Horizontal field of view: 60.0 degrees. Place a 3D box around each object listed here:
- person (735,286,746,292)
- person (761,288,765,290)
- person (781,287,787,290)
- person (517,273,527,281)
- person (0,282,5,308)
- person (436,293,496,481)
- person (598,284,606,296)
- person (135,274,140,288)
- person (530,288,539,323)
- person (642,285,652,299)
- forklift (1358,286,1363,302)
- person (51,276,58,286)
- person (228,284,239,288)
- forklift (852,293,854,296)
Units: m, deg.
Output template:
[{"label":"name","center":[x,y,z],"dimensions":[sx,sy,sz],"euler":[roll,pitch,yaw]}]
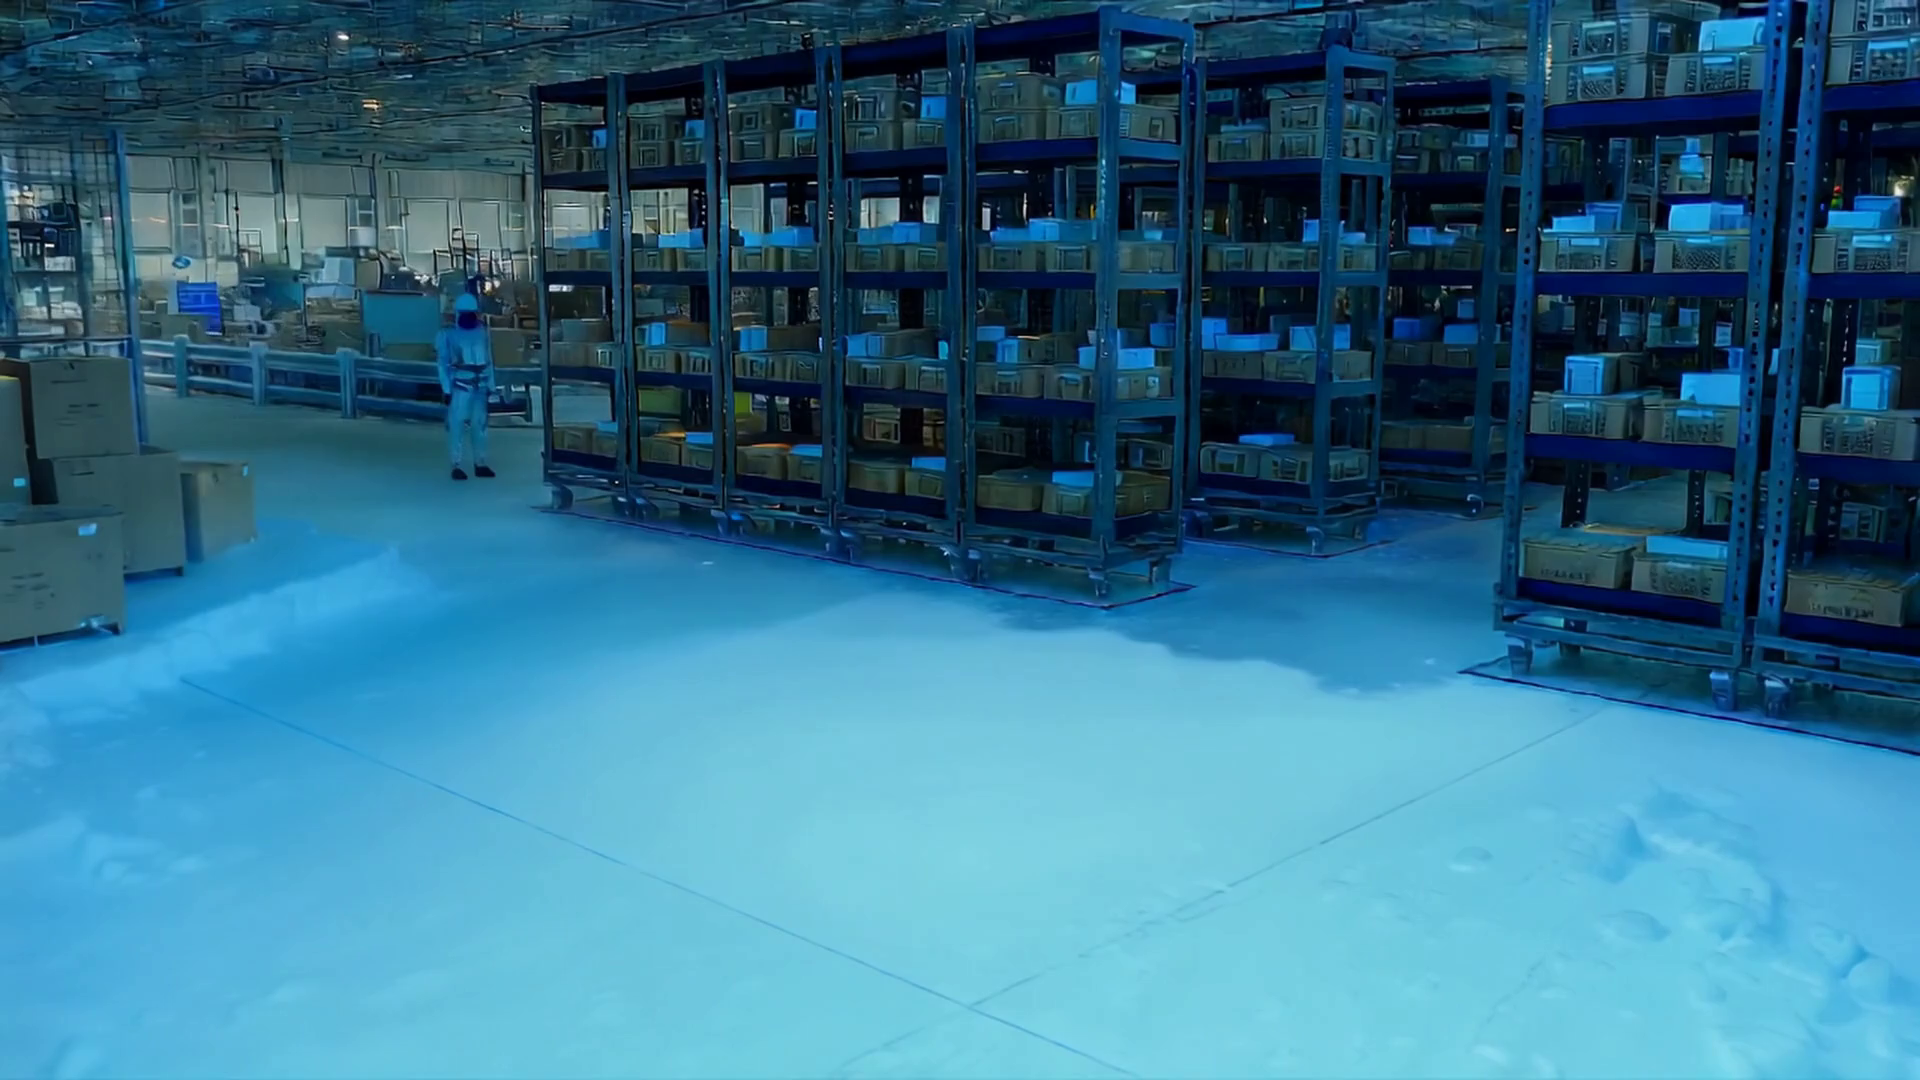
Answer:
[{"label":"person","center":[-9.142,-10.204,69.078],"dimensions":[1.067,2.000,0.692],"euler":[-4,10,-25]},{"label":"person","center":[-7.756,-9.897,67.519],"dimensions":[0.609,1.935,0.800],"euler":[7,11,35]},{"label":"person","center":[-8.271,-11.655,78.557],"dimensions":[0.884,1.855,0.584],"euler":[6,11,32]},{"label":"person","center":[-21.456,-12.142,81.481],"dimensions":[0.818,1.878,0.730],"euler":[6,11,31]},{"label":"person","center":[-37.664,-9.471,65.024],"dimensions":[0.639,1.901,0.976],"euler":[-1,9,-8]},{"label":"person","center":[-4.838,-1.507,16.386],"dimensions":[0.403,1.833,0.586],"euler":[9,13,42]},{"label":"person","center":[-14.220,-9.502,65.473],"dimensions":[0.534,1.816,0.997],"euler":[4,10,25]},{"label":"person","center":[-32.686,-9.623,65.847],"dimensions":[0.543,1.931,0.371],"euler":[6,11,34]},{"label":"person","center":[-15.220,-8.592,60.150],"dimensions":[0.672,1.733,0.536],"euler":[-5,10,-28]},{"label":"person","center":[-11.506,-8.964,61.660],"dimensions":[0.644,1.973,0.655],"euler":[-1,9,-5]},{"label":"forklift","center":[11.100,-7.017,46.970],"dimensions":[1.873,2.768,1.129],"euler":[9,13,43]},{"label":"person","center":[-40.090,-10.892,73.918],"dimensions":[0.624,1.841,0.430],"euler":[-9,13,-43]},{"label":"person","center":[-26.110,-8.626,59.754],"dimensions":[0.574,1.925,0.457],"euler":[5,11,29]},{"label":"forklift","center":[-5.640,-11.632,75.263],"dimensions":[1.873,2.768,1.129],"euler":[9,13,43]}]
